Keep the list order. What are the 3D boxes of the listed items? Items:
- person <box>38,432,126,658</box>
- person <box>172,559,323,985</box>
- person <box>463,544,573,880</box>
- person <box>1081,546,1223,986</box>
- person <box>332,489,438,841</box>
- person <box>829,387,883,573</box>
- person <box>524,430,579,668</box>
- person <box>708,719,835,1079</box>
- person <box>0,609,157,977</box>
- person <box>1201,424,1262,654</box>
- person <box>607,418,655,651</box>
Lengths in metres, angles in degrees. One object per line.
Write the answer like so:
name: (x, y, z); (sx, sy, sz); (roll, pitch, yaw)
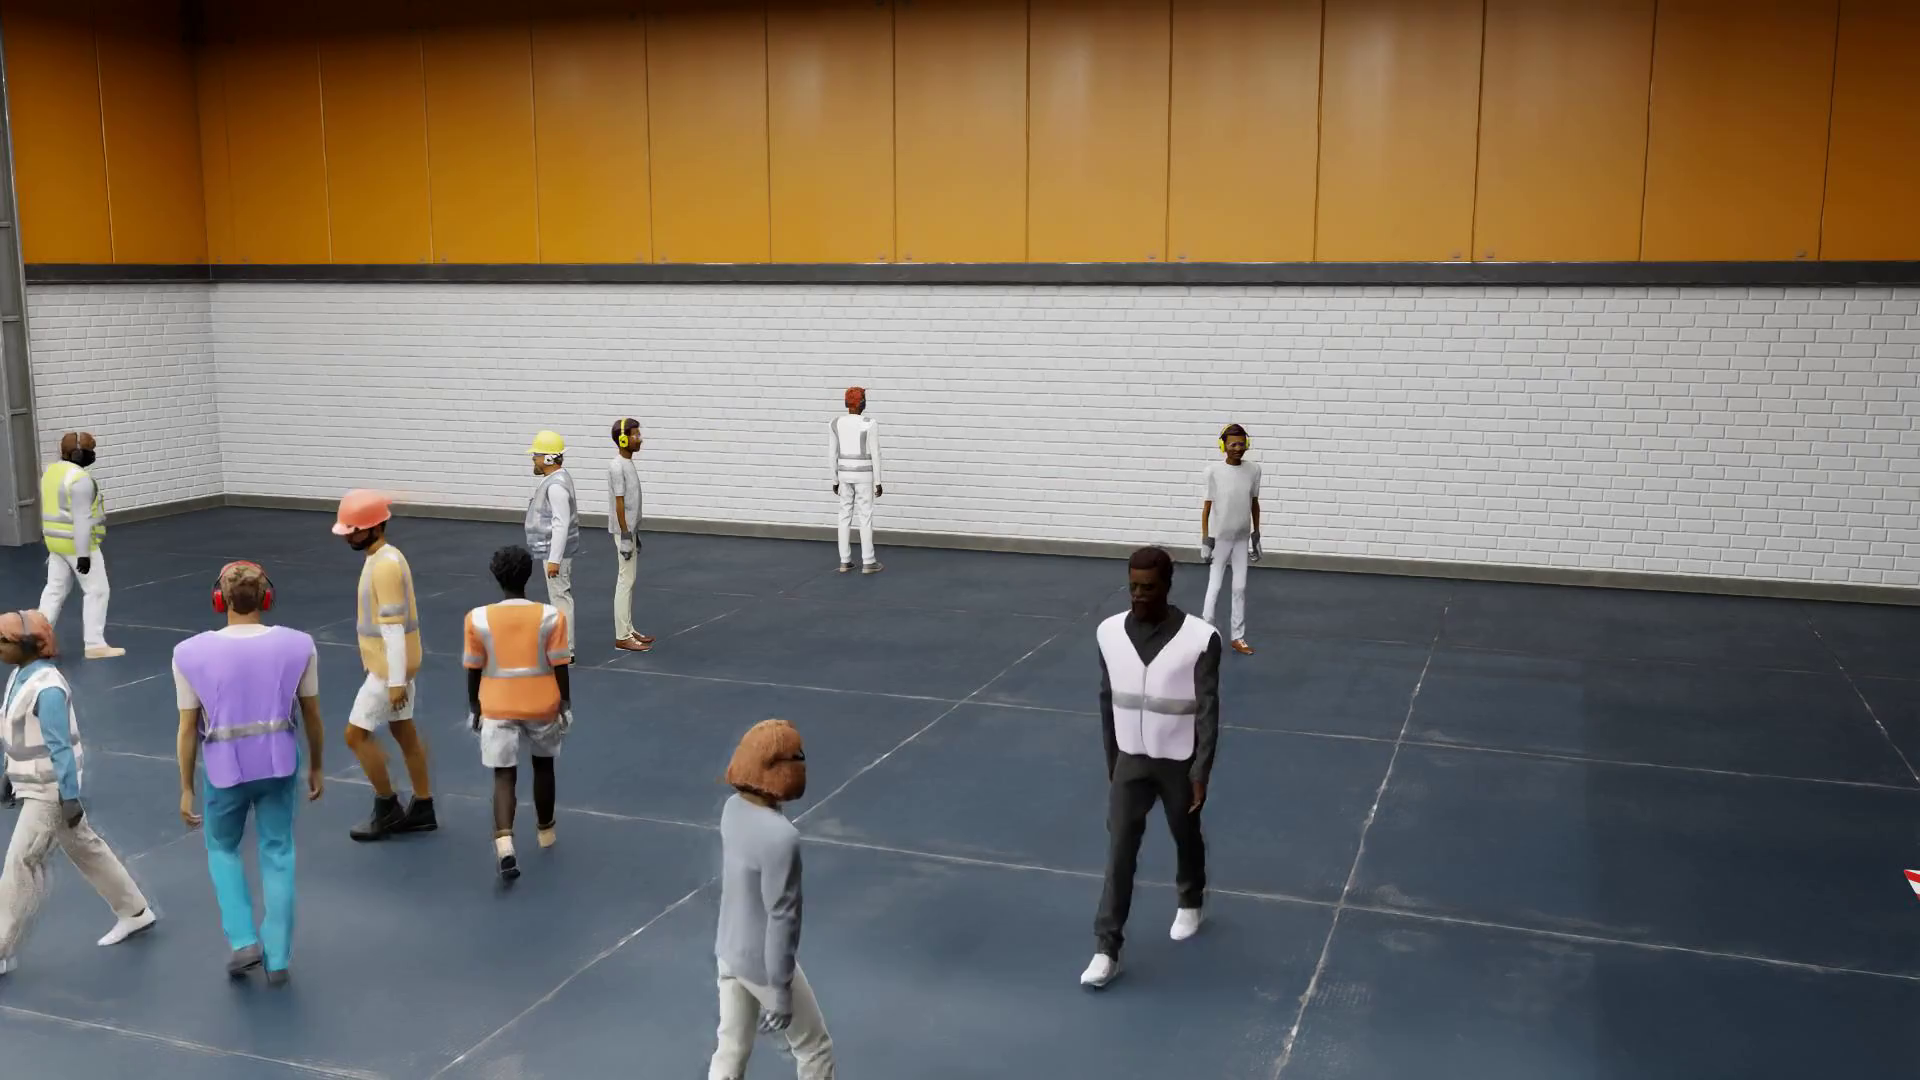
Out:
person: (-6.971, 0.064, 12.959); (0.660, 1.808, 0.605); (7, 11, 37)
person: (-3.006, 0.992, 7.070); (0.588, 1.826, 0.475); (-6, 11, -31)
person: (-2.230, 0.857, 8.416); (0.536, 1.660, 0.783); (-2, 9, -12)
person: (0.864, 0.943, 7.291); (0.604, 1.863, 1.027); (5, 10, 26)
person: (-3.093, 0.671, 8.829); (0.605, 1.901, 0.615); (-3, 10, -16)
person: (-1.045, -0.605, 16.808); (0.573, 1.883, 0.354); (4, 10, 23)
person: (-3.121, 0.076, 12.738); (0.403, 1.834, 0.589); (-2, 9, -15)
person: (-0.538, 1.361, 5.438); (0.740, 1.600, 0.527); (-6, 11, -31)
person: (-3.997, 1.080, 7.262); (0.877, 1.592, 0.536); (-7, 12, -38)
person: (2.146, 0.001, 13.148); (0.515, 1.862, 0.357); (-2, 9, -15)
person: (-2.656, -0.048, 13.386); (0.328, 1.876, 0.513); (-1, 9, -4)
